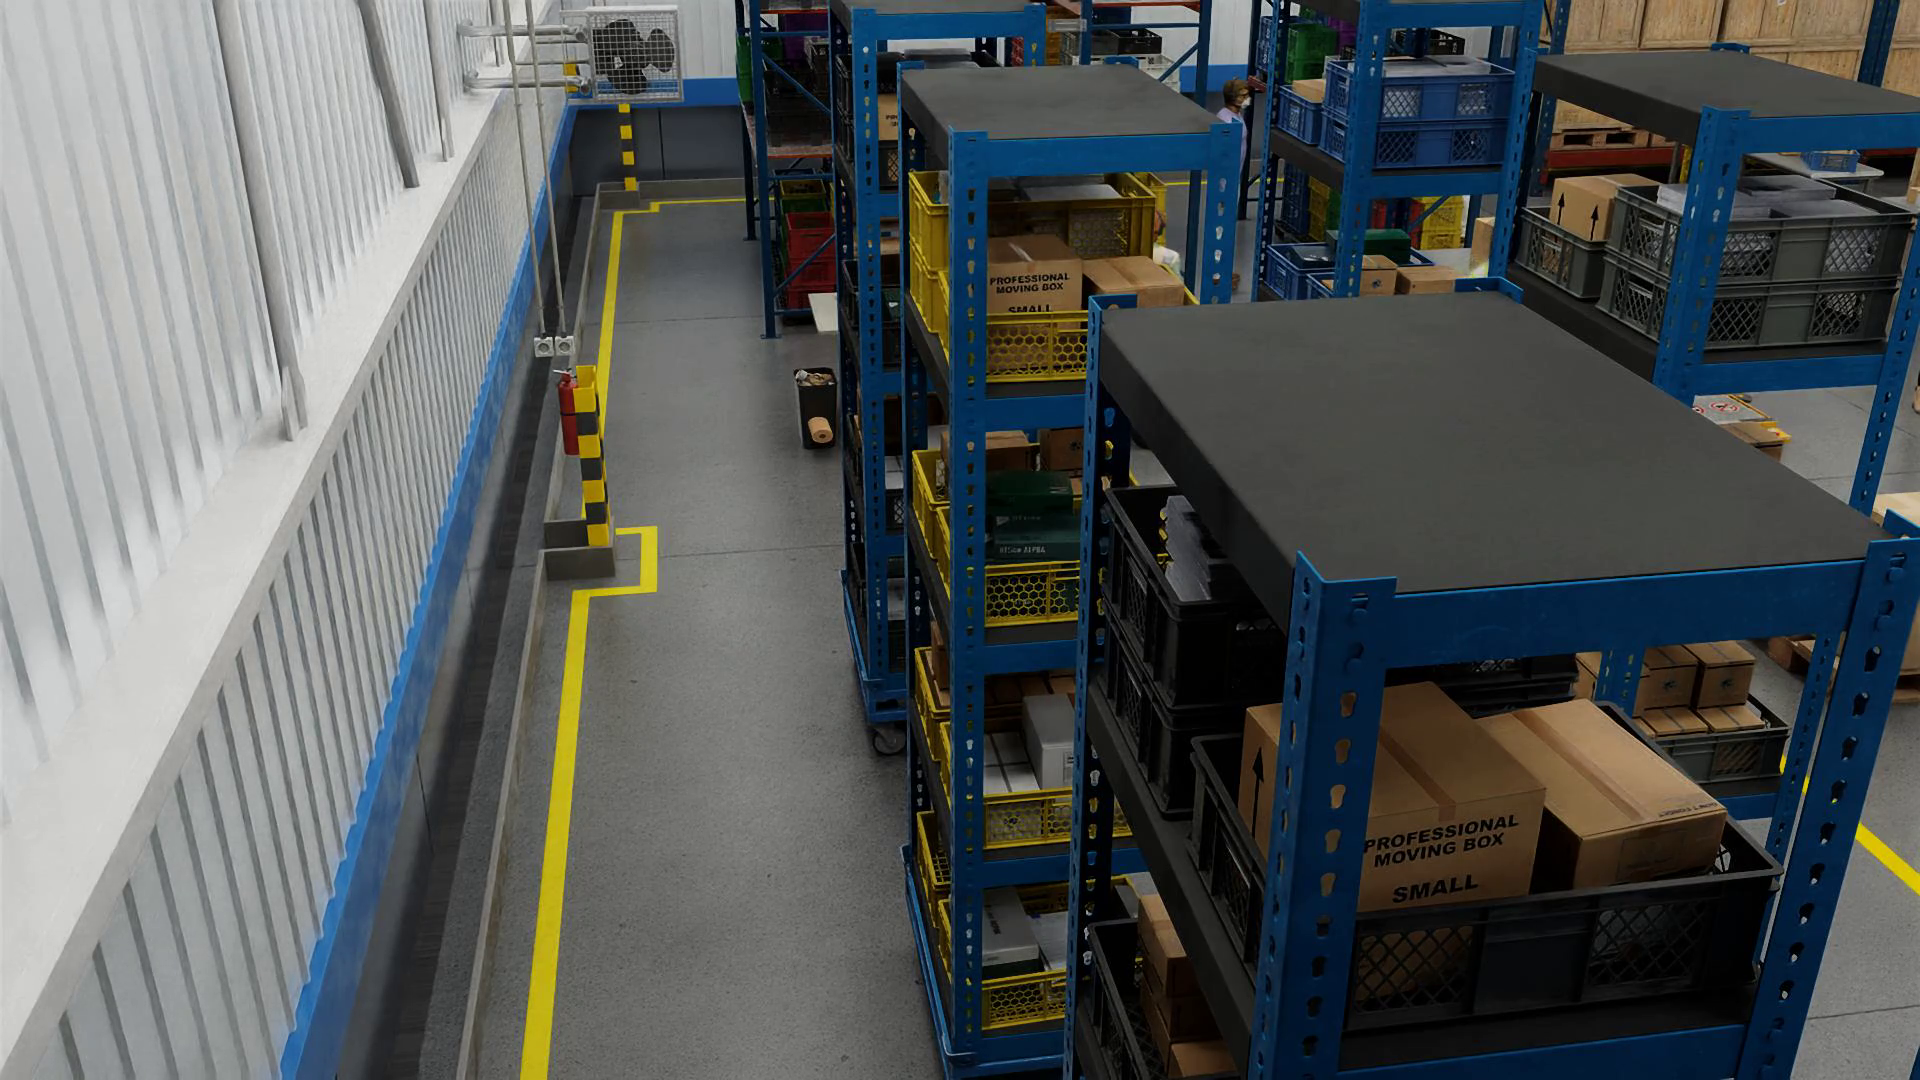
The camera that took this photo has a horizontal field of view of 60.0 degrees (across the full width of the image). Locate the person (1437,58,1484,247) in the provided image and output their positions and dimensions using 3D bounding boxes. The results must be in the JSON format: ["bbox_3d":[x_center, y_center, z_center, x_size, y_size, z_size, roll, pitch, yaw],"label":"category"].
[{"bbox_3d":[5.121,-3.939,16.912,0.343,1.882,0.586,1,25,2],"label":"person"}]

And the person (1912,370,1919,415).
[{"bbox_3d":[7.503,-1.751,12.382,0.529,1.692,0.321,-1,25,-1],"label":"person"}]

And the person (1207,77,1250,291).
[{"bbox_3d":[2.494,-3.318,15.497,0.372,1.940,0.632,6,25,14],"label":"person"}]
